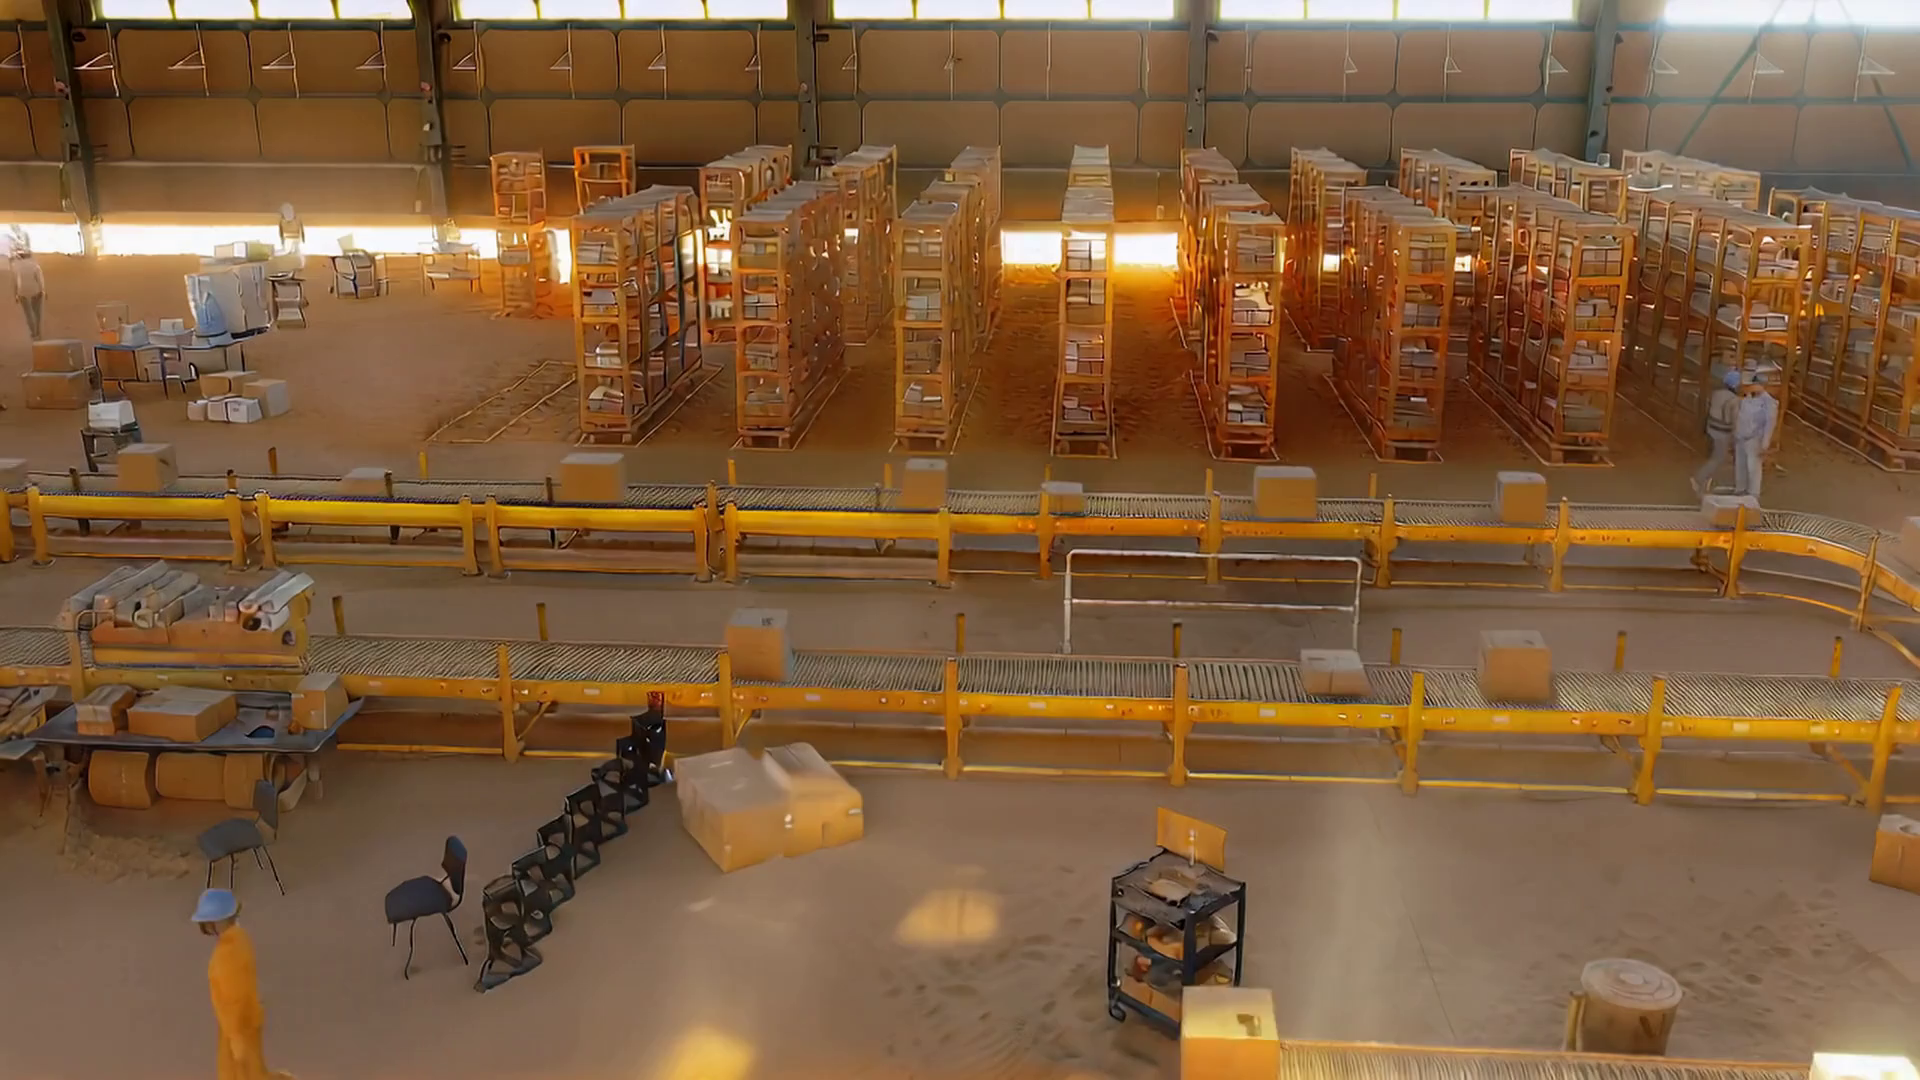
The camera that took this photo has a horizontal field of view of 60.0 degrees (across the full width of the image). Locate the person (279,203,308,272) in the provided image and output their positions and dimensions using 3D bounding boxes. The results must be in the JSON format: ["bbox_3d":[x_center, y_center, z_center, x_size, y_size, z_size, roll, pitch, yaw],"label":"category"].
[{"bbox_3d":[-17.616,-7.985,43.920,0.648,1.838,0.432,0,17,-1],"label":"person"}]

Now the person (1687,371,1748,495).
[{"bbox_3d":[10.661,-1.492,23.364,0.773,1.800,0.614,-2,18,-7],"label":"person"}]

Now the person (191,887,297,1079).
[{"bbox_3d":[-4.167,2.812,9.796,0.779,1.742,0.527,-7,19,-22],"label":"person"}]

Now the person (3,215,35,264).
[{"bbox_3d":[-22.882,-6.963,40.522,0.433,1.911,0.635,9,20,26],"label":"person"}]

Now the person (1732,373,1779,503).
[{"bbox_3d":[10.766,-1.332,22.667,0.409,1.907,0.651,-4,18,-12],"label":"person"}]

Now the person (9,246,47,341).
[{"bbox_3d":[-19.428,-5.155,34.743,0.604,1.947,1.043,-7,19,-21],"label":"person"}]
